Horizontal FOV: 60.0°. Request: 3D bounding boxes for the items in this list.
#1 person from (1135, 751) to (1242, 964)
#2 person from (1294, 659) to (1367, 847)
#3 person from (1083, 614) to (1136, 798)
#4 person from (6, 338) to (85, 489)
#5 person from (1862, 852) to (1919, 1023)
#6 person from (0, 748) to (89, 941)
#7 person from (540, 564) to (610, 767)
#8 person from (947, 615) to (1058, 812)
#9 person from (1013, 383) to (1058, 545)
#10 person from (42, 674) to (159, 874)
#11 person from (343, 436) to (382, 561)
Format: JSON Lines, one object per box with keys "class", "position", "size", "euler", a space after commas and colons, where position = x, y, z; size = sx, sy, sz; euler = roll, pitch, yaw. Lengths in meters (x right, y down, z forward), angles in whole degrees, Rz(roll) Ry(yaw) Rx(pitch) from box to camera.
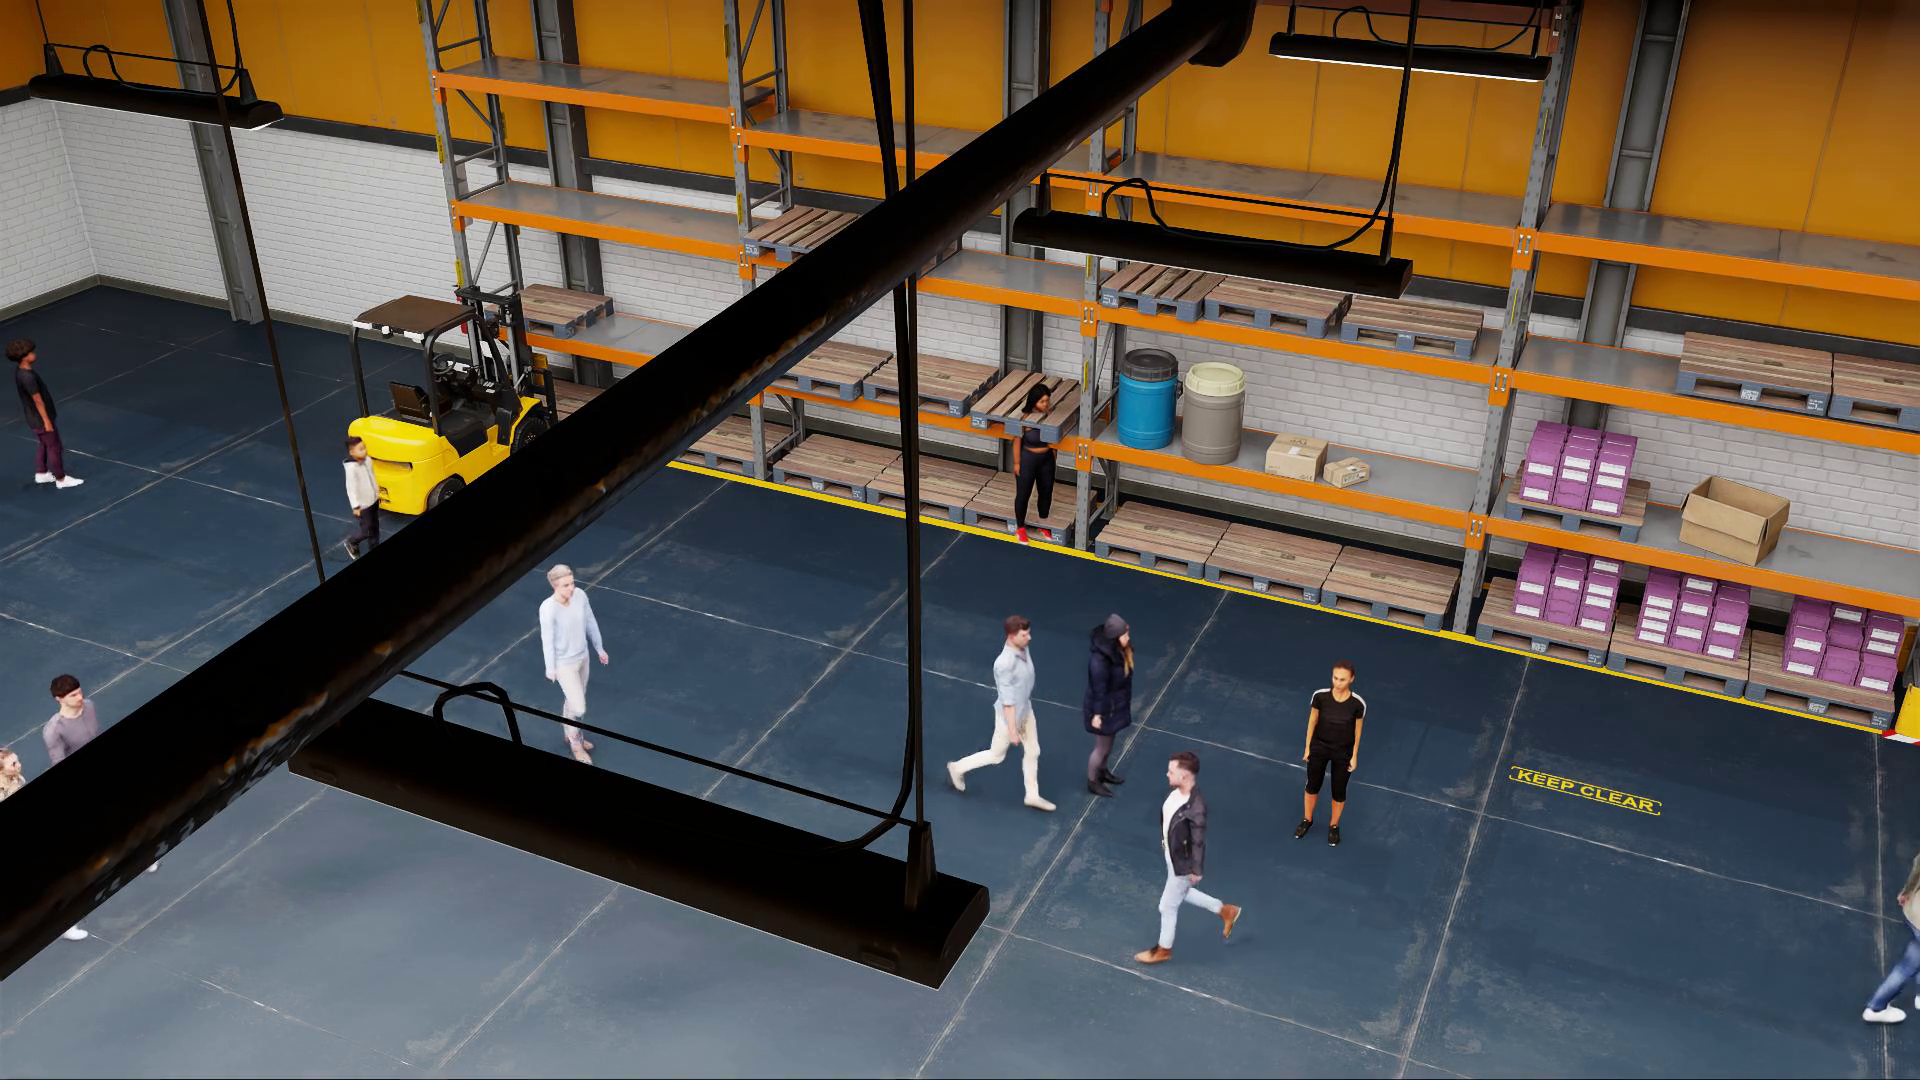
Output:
{"class": "person", "position": [1.684, 2.286, 11.978], "size": [1.150, 1.808, 1.005], "euler": [-5, 29, -10]}
{"class": "person", "position": [2.966, 1.667, 13.257], "size": [0.468, 1.669, 0.646], "euler": [11, 30, 19]}
{"class": "person", "position": [1.203, 1.356, 13.823], "size": [0.640, 1.672, 0.670], "euler": [15, 32, 25]}
{"class": "person", "position": [-10.444, -1.445, 18.822], "size": [0.825, 1.802, 0.747], "euler": [-21, 35, -33]}
{"class": "person", "position": [6.547, 2.601, 11.368], "size": [1.100, 1.838, 0.975], "euler": [-2, 29, -3]}
{"class": "person", "position": [-6.909, 2.257, 12.155], "size": [0.983, 1.688, 0.769], "euler": [3, 29, 5]}
{"class": "person", "position": [-3.401, 1.010, 14.246], "size": [0.761, 1.875, 0.707], "euler": [16, 32, 27]}
{"class": "person", "position": [0.339, 1.403, 13.587], "size": [1.157, 1.816, 0.642], "euler": [13, 31, 23]}
{"class": "person", "position": [0.797, -0.846, 17.711], "size": [0.772, 1.814, 0.830], "euler": [-10, 30, -18]}
{"class": "person", "position": [-6.776, 1.827, 12.795], "size": [1.068, 1.829, 0.790], "euler": [8, 30, 14]}
{"class": "person", "position": [-6.253, -0.418, 17.312], "size": [0.784, 1.445, 0.684], "euler": [5, 29, 9]}
